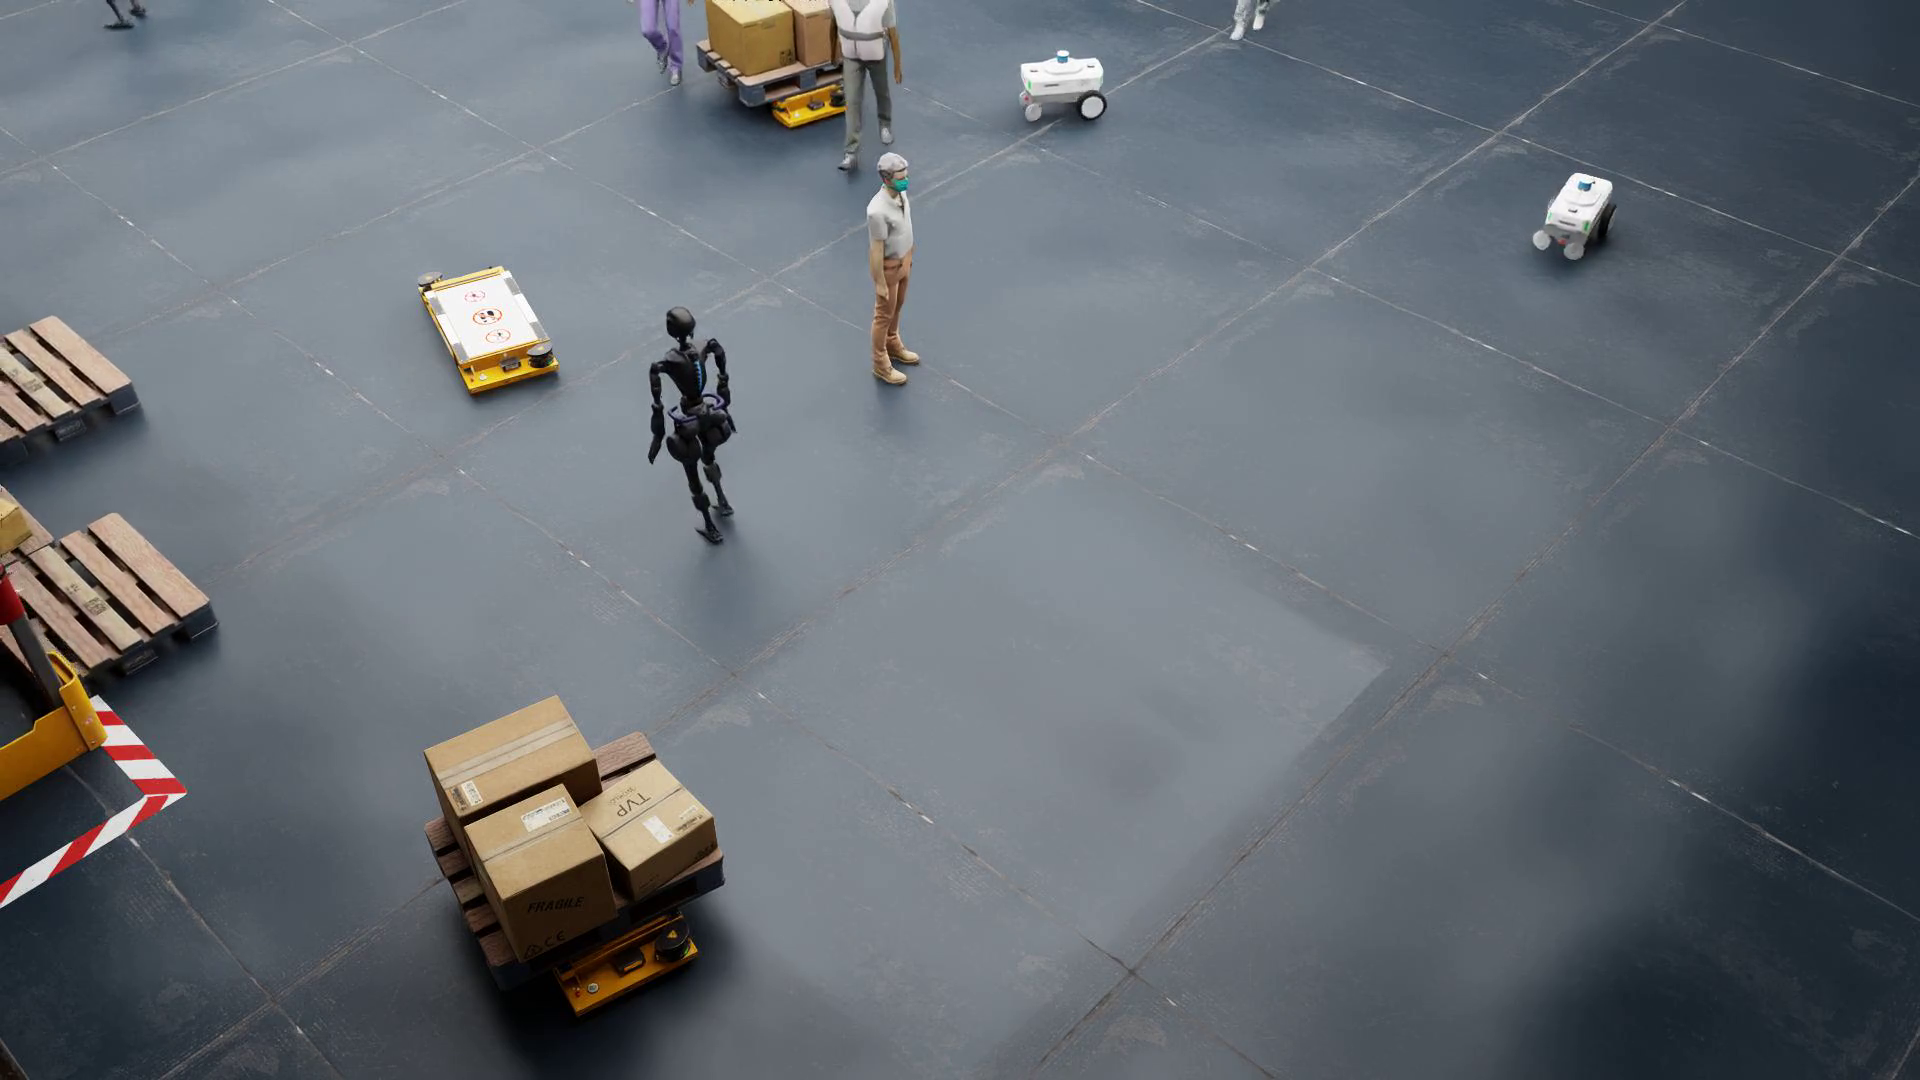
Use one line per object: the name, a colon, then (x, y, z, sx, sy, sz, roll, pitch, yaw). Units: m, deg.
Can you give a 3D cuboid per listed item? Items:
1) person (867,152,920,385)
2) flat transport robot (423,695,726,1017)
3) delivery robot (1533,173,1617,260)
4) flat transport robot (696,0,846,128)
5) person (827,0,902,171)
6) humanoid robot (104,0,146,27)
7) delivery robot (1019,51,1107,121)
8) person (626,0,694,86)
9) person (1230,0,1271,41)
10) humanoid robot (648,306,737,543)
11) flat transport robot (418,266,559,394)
person: (-0.469, -1.901, 11.533, 0.301, 1.744, 0.493, 15, 44, 16)
flat transport robot: (-1.960, 1.745, 8.587, 0.659, 0.231, 1.431, -23, 47, -23)
delivery robot: (4.897, -2.614, 13.217, 0.525, 0.594, 0.765, 22, 46, 22)
flat transport robot: (-1.624, -4.200, 15.195, 0.659, 0.231, 1.431, -24, 47, -24)
person: (-0.794, -3.986, 13.821, 0.655, 1.776, 1.001, 8, 43, 9)
humanoid robot: (-8.246, -5.778, 15.895, 0.386, 1.628, 0.609, 9, 43, 10)
delivery robot: (0.912, -4.066, 14.826, 0.788, 0.587, 0.499, -7, 42, -7)
person: (-2.696, -4.953, 14.871, 0.624, 1.815, 0.453, 1, 42, 1)
person: (2.838, -5.548, 15.604, 0.506, 1.708, 0.798, 12, 43, 13)
humanoid robot: (-1.636, -0.691, 10.247, 0.599, 1.645, 0.369, -30, 50, -29)
flat transport robot: (-3.509, -1.604, 12.309, 0.659, 0.231, 1.431, -19, 45, -20)
